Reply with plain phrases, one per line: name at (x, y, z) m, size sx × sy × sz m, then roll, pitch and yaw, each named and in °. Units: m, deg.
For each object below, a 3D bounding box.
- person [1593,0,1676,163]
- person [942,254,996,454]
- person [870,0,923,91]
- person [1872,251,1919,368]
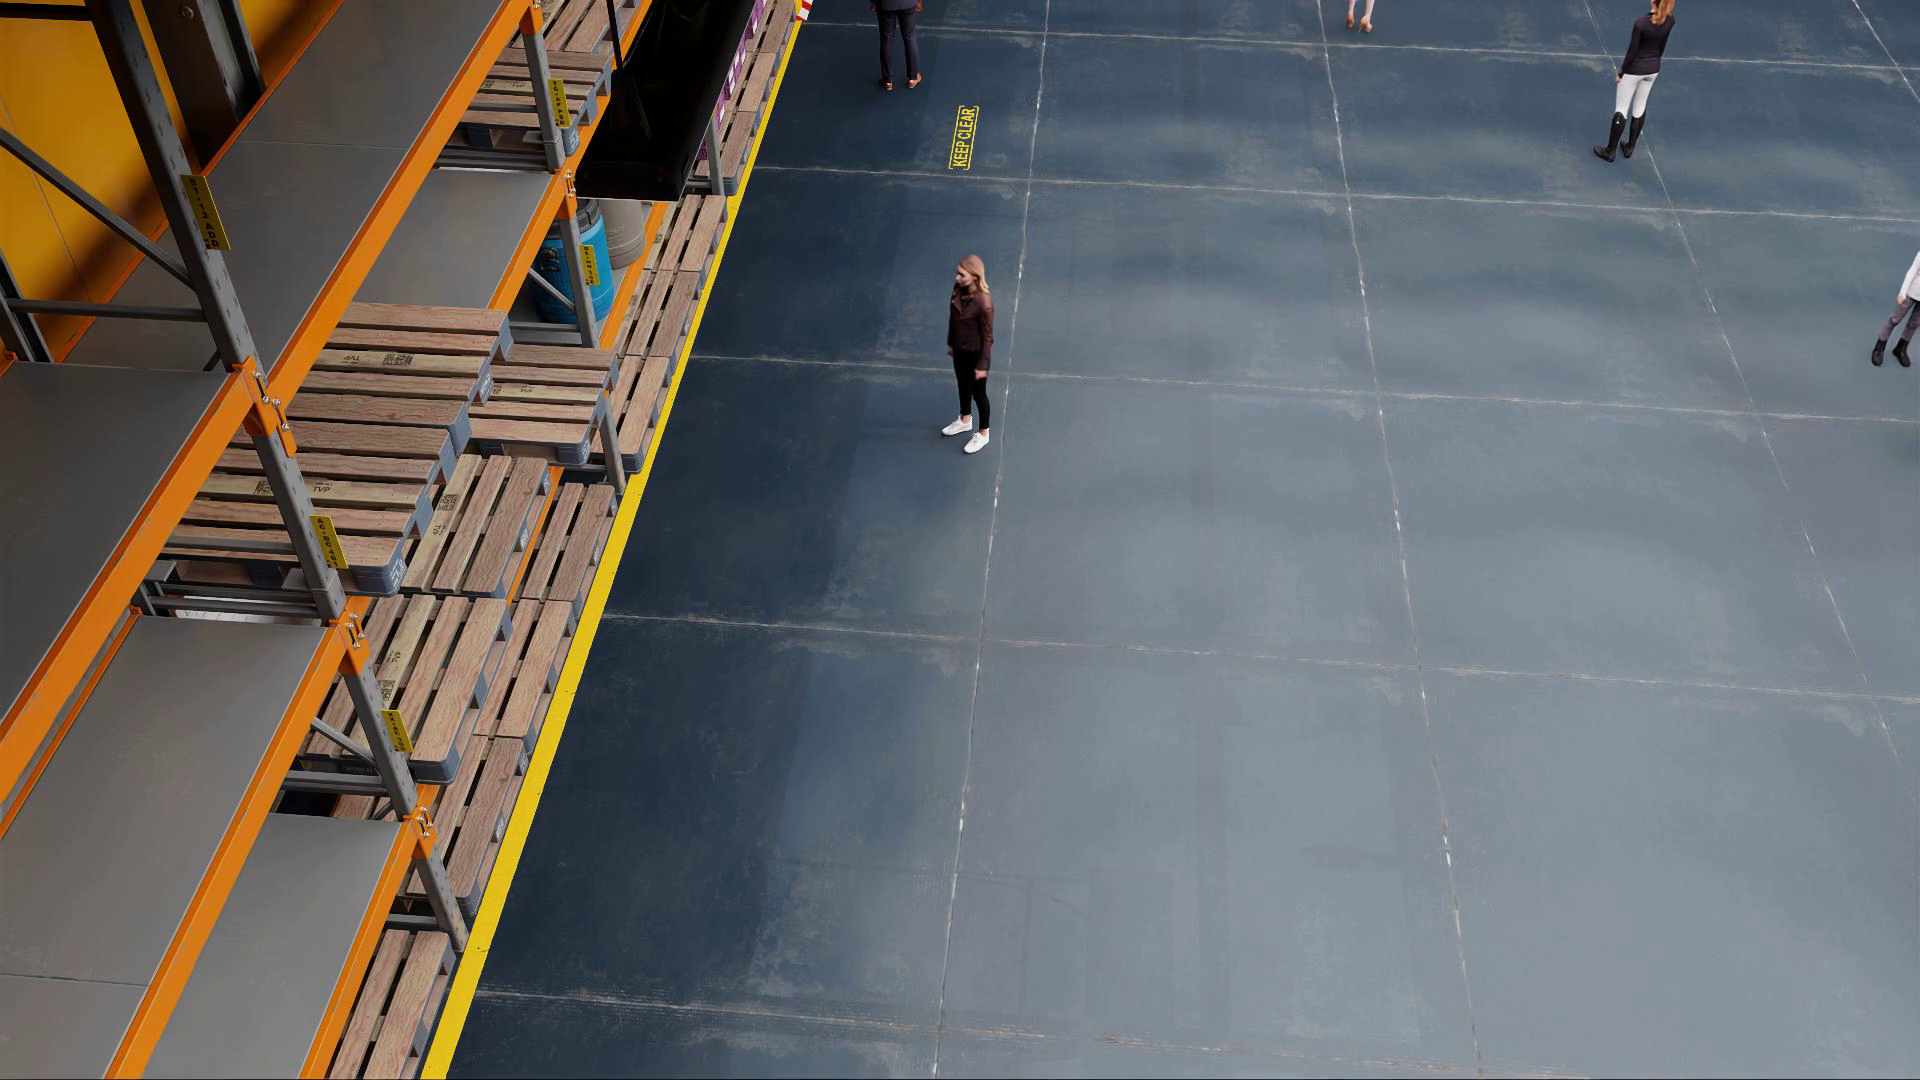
person at (6.353, -4.371, 15.580) m, size 0.644 × 1.729 × 0.649 m, roll -12°, pitch 45°, yaw -12°
person at (0.088, -1.421, 12.502) m, size 0.730 × 1.705 × 0.656 m, roll -27°, pitch 50°, yaw -25°
person at (-0.631, -5.366, 16.556) m, size 0.735 × 1.824 × 0.643 m, roll -3°, pitch 44°, yaw -3°
person at (7.738, -1.992, 13.409) m, size 0.482 × 1.279 × 0.487 m, roll 4°, pitch 44°, yaw 4°
